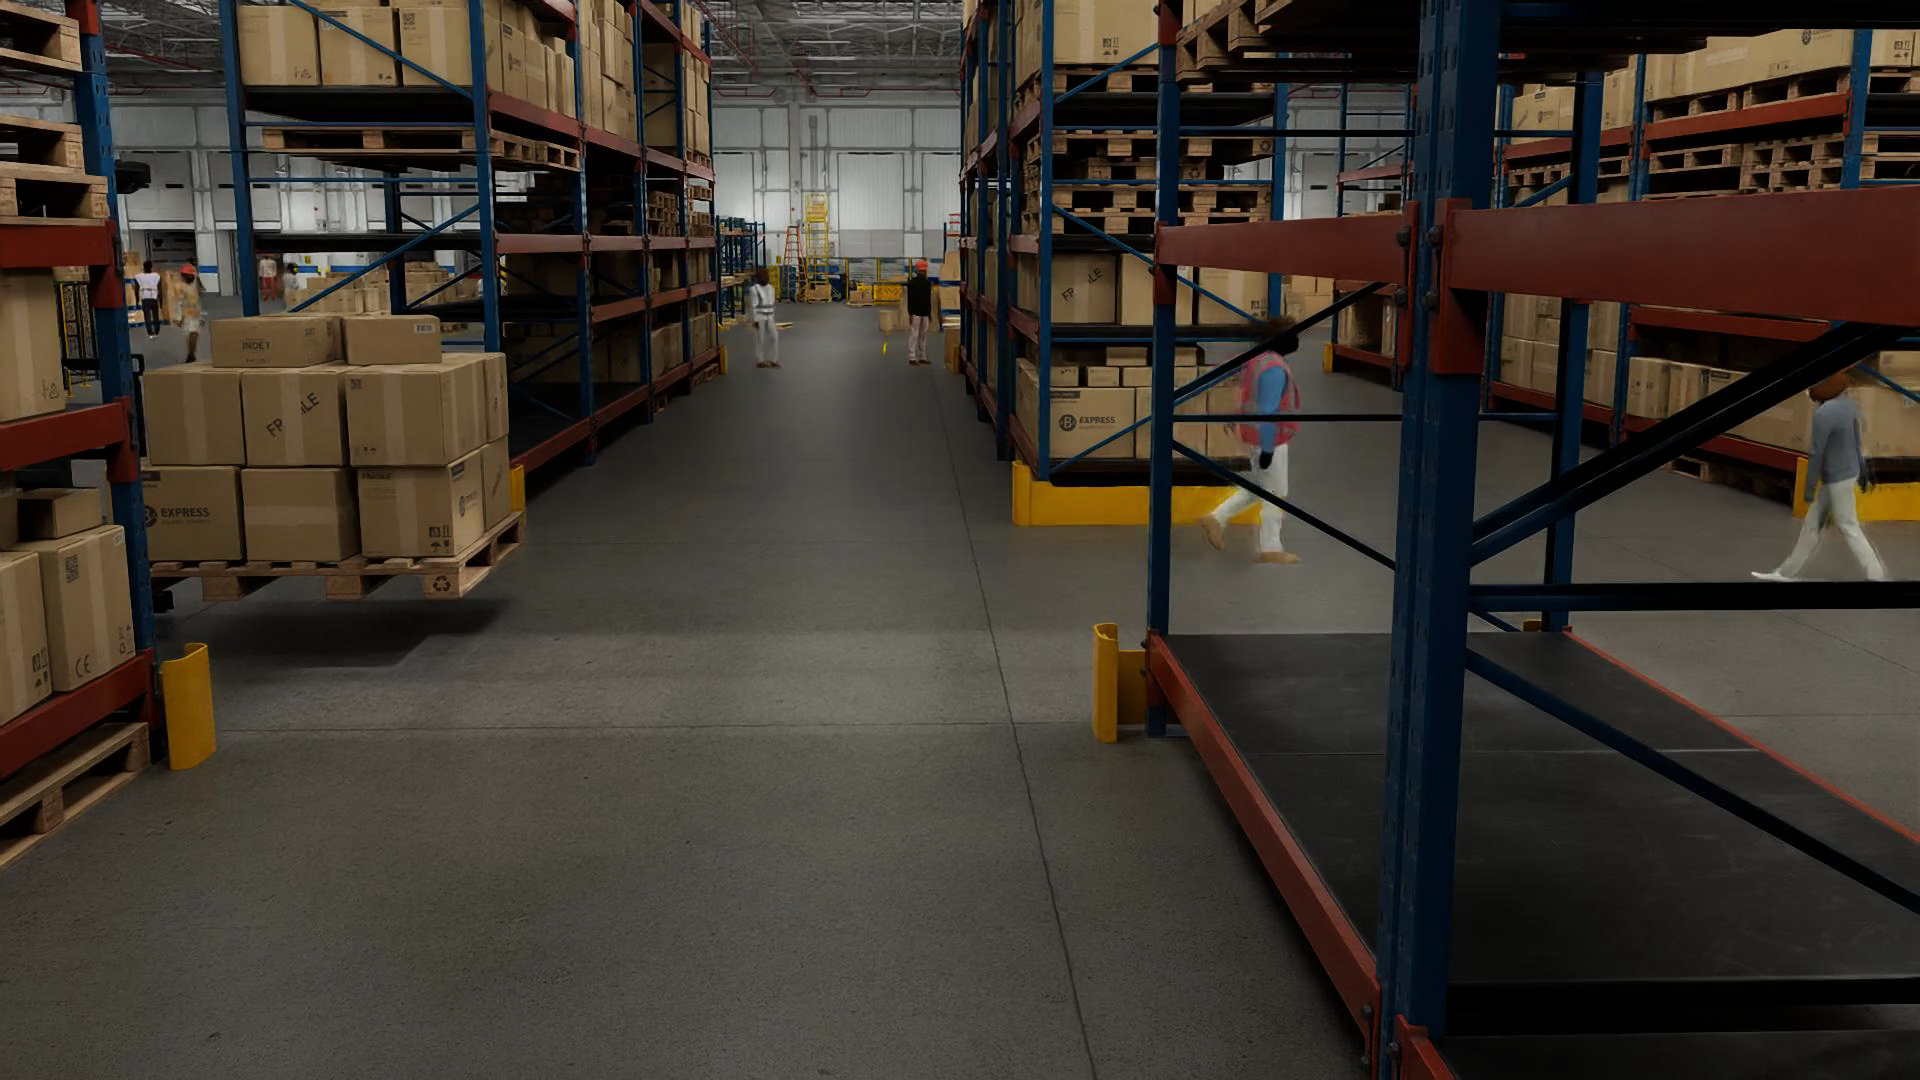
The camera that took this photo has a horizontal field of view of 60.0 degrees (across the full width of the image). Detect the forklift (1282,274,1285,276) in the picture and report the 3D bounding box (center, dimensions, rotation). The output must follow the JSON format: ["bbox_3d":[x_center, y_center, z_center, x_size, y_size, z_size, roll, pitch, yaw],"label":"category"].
[{"bbox_3d":[12.240,-10.302,62.509,1.129,2.768,1.873,0,10,-2],"label":"forklift"}]

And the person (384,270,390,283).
[{"bbox_3d":[-18.805,-8.370,55.061,0.319,1.693,0.532,4,11,22],"label":"person"}]

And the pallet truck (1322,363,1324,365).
[{"bbox_3d":[7.712,-4.157,30.737,1.885,1.965,0.823,3,11,16],"label":"pallet truck"}]

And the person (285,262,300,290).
[{"bbox_3d":[-15.663,-5.619,39.265,0.570,1.855,0.422,8,13,37],"label":"person"}]

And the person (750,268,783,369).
[{"bbox_3d":[-3.537,-4.053,30.543,0.594,1.855,0.796,-9,14,-42],"label":"person"}]

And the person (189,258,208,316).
[{"bbox_3d":[-24.181,-7.961,52.432,0.786,1.836,0.575,-9,14,-42],"label":"person"}]

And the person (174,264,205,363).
[{"bbox_3d":[-14.326,-4.178,31.063,0.493,1.919,0.568,2,10,13],"label":"person"}]

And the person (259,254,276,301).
[{"bbox_3d":[-27.408,-10.459,65.858,0.621,1.989,0.398,-2,10,-11],"label":"person"}]

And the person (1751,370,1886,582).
[{"bbox_3d":[5.752,-0.395,10.944,0.852,1.571,0.550,9,14,41],"label":"person"}]

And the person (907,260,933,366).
[{"bbox_3d":[-0.742,-4.294,31.508,0.394,1.994,0.612,9,14,42],"label":"person"}]

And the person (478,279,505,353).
[{"bbox_3d":[-9.605,-4.744,34.171,0.542,1.939,0.361,-5,11,-24],"label":"person"}]

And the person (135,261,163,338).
[{"bbox_3d":[-19.776,-5.853,40.579,0.599,1.867,0.998,-6,12,-29],"label":"person"}]

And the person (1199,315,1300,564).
[{"bbox_3d":[2.144,-0.728,12.121,0.648,1.825,0.650,0,10,0],"label":"person"}]

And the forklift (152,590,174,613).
[{"bbox_3d":[-5.858,-0.811,9.639,1.873,2.768,1.129,-1,10,-3],"label":"forklift"}]
